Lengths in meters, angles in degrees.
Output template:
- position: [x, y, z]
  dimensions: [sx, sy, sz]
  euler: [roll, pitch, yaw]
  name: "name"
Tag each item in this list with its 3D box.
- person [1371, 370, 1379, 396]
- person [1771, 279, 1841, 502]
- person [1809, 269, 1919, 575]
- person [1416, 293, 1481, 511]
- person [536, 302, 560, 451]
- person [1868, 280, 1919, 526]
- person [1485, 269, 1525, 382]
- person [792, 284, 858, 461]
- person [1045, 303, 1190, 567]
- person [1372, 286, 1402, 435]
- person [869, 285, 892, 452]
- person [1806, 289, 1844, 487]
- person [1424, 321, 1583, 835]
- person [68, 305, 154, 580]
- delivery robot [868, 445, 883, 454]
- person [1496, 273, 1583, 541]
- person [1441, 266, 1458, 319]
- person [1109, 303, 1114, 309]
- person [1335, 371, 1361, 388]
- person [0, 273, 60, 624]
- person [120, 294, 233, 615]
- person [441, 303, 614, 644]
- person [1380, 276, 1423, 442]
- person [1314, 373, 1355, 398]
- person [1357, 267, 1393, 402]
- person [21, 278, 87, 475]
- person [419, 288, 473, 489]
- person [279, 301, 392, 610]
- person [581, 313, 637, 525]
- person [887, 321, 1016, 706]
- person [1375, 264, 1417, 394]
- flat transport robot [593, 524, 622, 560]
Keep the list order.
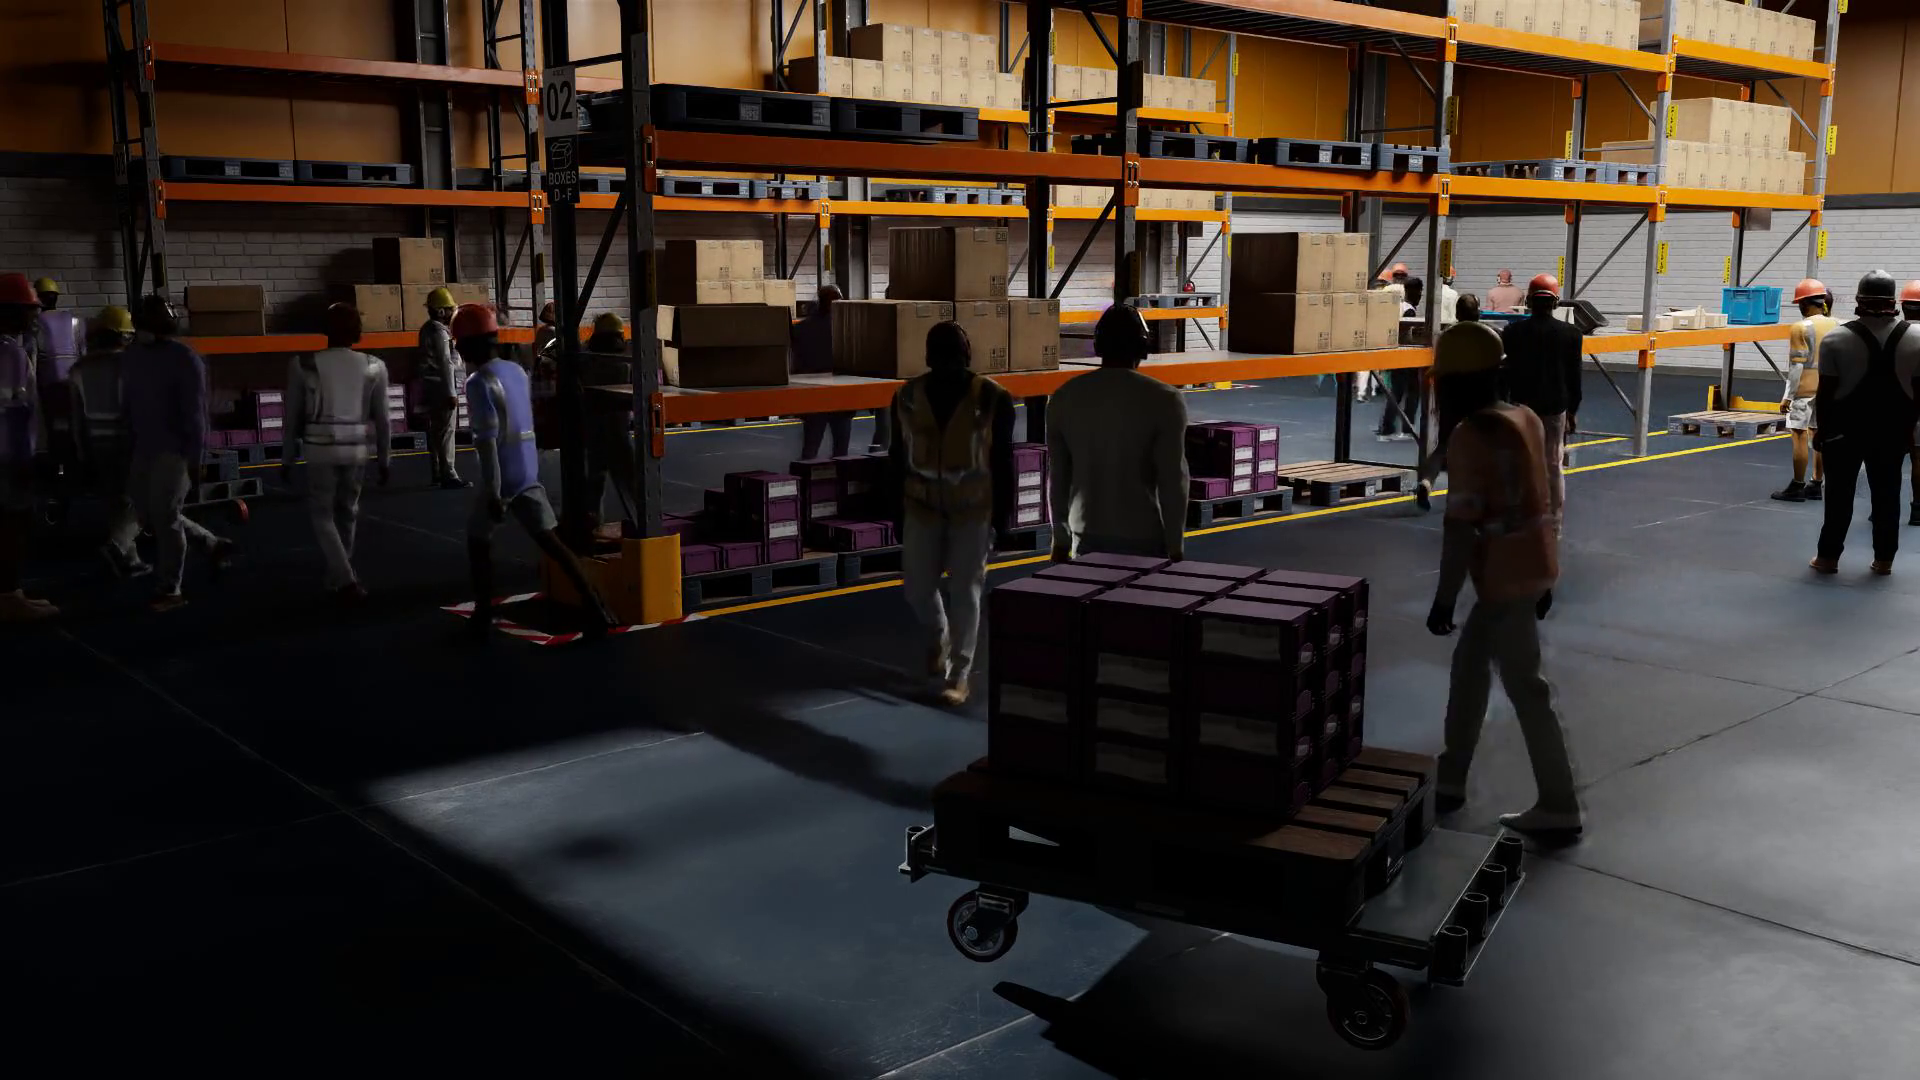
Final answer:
- position: [6.453, -2.998, 25.279]
  dimensions: [0.498, 1.634, 0.281]
  euler: [8, 12, 39]
  name: "person"
- position: [7.332, -1.289, 14.419]
  dimensions: [0.542, 1.929, 0.369]
  euler: [-5, 11, -25]
  name: "person"
- position: [6.048, -0.787, 11.146]
  dimensions: [0.684, 2.000, 0.538]
  euler: [2, 10, 10]
  name: "person"
- position: [4.082, -1.111, 13.685]
  dimensions: [0.521, 1.826, 0.693]
  euler: [9, 14, 44]
  name: "person"
- position: [-4.455, -1.785, 18.210]
  dimensions: [0.280, 1.624, 0.498]
  euler: [-9, 13, -42]
  name: "person"
- position: [7.493, -1.083, 13.183]
  dimensions: [0.551, 1.935, 0.375]
  euler: [5, 11, 25]
  name: "person"
- position: [8.889, -3.470, 27.253]
  dimensions: [0.638, 1.908, 0.409]
  euler: [-1, 10, -3]
  name: "person"
- position: [-1.166, -1.276, 14.468]
  dimensions: [0.648, 1.886, 0.764]
  euler: [2, 10, 12]
  name: "person"
- position: [0.649, -0.009, 6.906]
  dimensions: [0.631, 1.935, 0.368]
  euler: [6, 12, 33]
  name: "person"
- position: [5.106, -2.136, 19.844]
  dimensions: [0.320, 1.769, 0.523]
  euler: [2, 10, 12]
  name: "person"
- position: [-0.540, -1.241, 14.110]
  dimensions: [0.633, 1.936, 0.353]
  euler: [-8, 12, -38]
  name: "person"
- position: [7.899, -1.373, 15.158]
  dimensions: [0.620, 1.840, 0.401]
  euler: [-6, 11, -31]
  name: "person"
- position: [1.963, 0.140, 6.187]
  dimensions: [0.878, 1.882, 0.594]
  euler: [7, 12, 36]
  name: "person"
- position: [-5.460, -0.606, 10.767]
  dimensions: [0.622, 1.811, 0.632]
  euler: [2, 10, 10]
  name: "person"
- position: [-0.708, -0.550, 13.827]
  dimensions: [0.477, 0.478, 0.707]
  euler: [8, 12, 38]
  name: "delivery robot"
- position: [4.312, -0.985, 12.436]
  dimensions: [0.616, 1.993, 0.395]
  euler: [2, 10, 10]
  name: "person"
- position: [7.206, -3.096, 24.795]
  dimensions: [0.374, 1.997, 0.613]
  euler: [-5, 11, -28]
  name: "person"
- position: [1.892, -2.255, 20.240]
  dimensions: [1.014, 1.881, 0.593]
  euler: [-5, 11, -27]
  name: "person"
- position: [6.286, -3.369, 26.657]
  dimensions: [0.643, 1.909, 0.410]
  euler: [-8, 12, -38]
  name: "person"
- position: [-5.482, -0.526, 9.688]
  dimensions: [0.446, 2.029, 0.605]
  euler: [-9, 13, -42]
  name: "person"
- position: [-4.737, -0.529, 10.050]
  dimensions: [0.637, 1.907, 0.680]
  euler: [5, 11, 26]
  name: "person"
- position: [-2.357, -0.336, 9.027]
  dimensions: [0.928, 1.891, 0.580]
  euler: [3, 10, 15]
  name: "person"
- position: [5.158, -2.055, 19.000]
  dimensions: [0.696, 1.887, 0.605]
  euler: [2, 10, 9]
  name: "person"
- position: [5.669, -3.047, 25.057]
  dimensions: [0.707, 1.816, 0.570]
  euler: [10, 14, 44]
  name: "person"
- position: [6.088, -2.974, 24.202]
  dimensions: [0.627, 1.989, 0.679]
  euler: [8, 13, 39]
  name: "person"
- position: [-8.630, -1.532, 15.870]
  dimensions: [0.382, 1.917, 0.585]
  euler: [7, 12, 36]
  name: "person"
- position: [-4.727, -1.383, 15.244]
  dimensions: [0.403, 1.833, 0.591]
  euler: [-6, 11, -32]
  name: "person"
- position: [-3.757, -0.508, 10.041]
  dimensions: [0.632, 1.857, 0.541]
  euler: [-6, 12, -33]
  name: "person"
- position: [-2.426, -0.753, 11.857]
  dimensions: [0.510, 1.714, 0.711]
  euler: [7, 12, 35]
  name: "person"
- position: [-0.043, -0.139, 7.999]
  dimensions: [0.628, 1.829, 0.510]
  euler: [2, 10, 13]
  name: "person"
- position: [6.601, -3.187, 25.321]
  dimensions: [0.665, 2.000, 0.528]
  euler: [2, 10, 13]
  name: "person"
- position: [-2.100, -0.015, 11.798]
  dimensions: [1.431, 0.197, 0.652]
  euler: [-9, 13, -41]
  name: "flat transport robot"
